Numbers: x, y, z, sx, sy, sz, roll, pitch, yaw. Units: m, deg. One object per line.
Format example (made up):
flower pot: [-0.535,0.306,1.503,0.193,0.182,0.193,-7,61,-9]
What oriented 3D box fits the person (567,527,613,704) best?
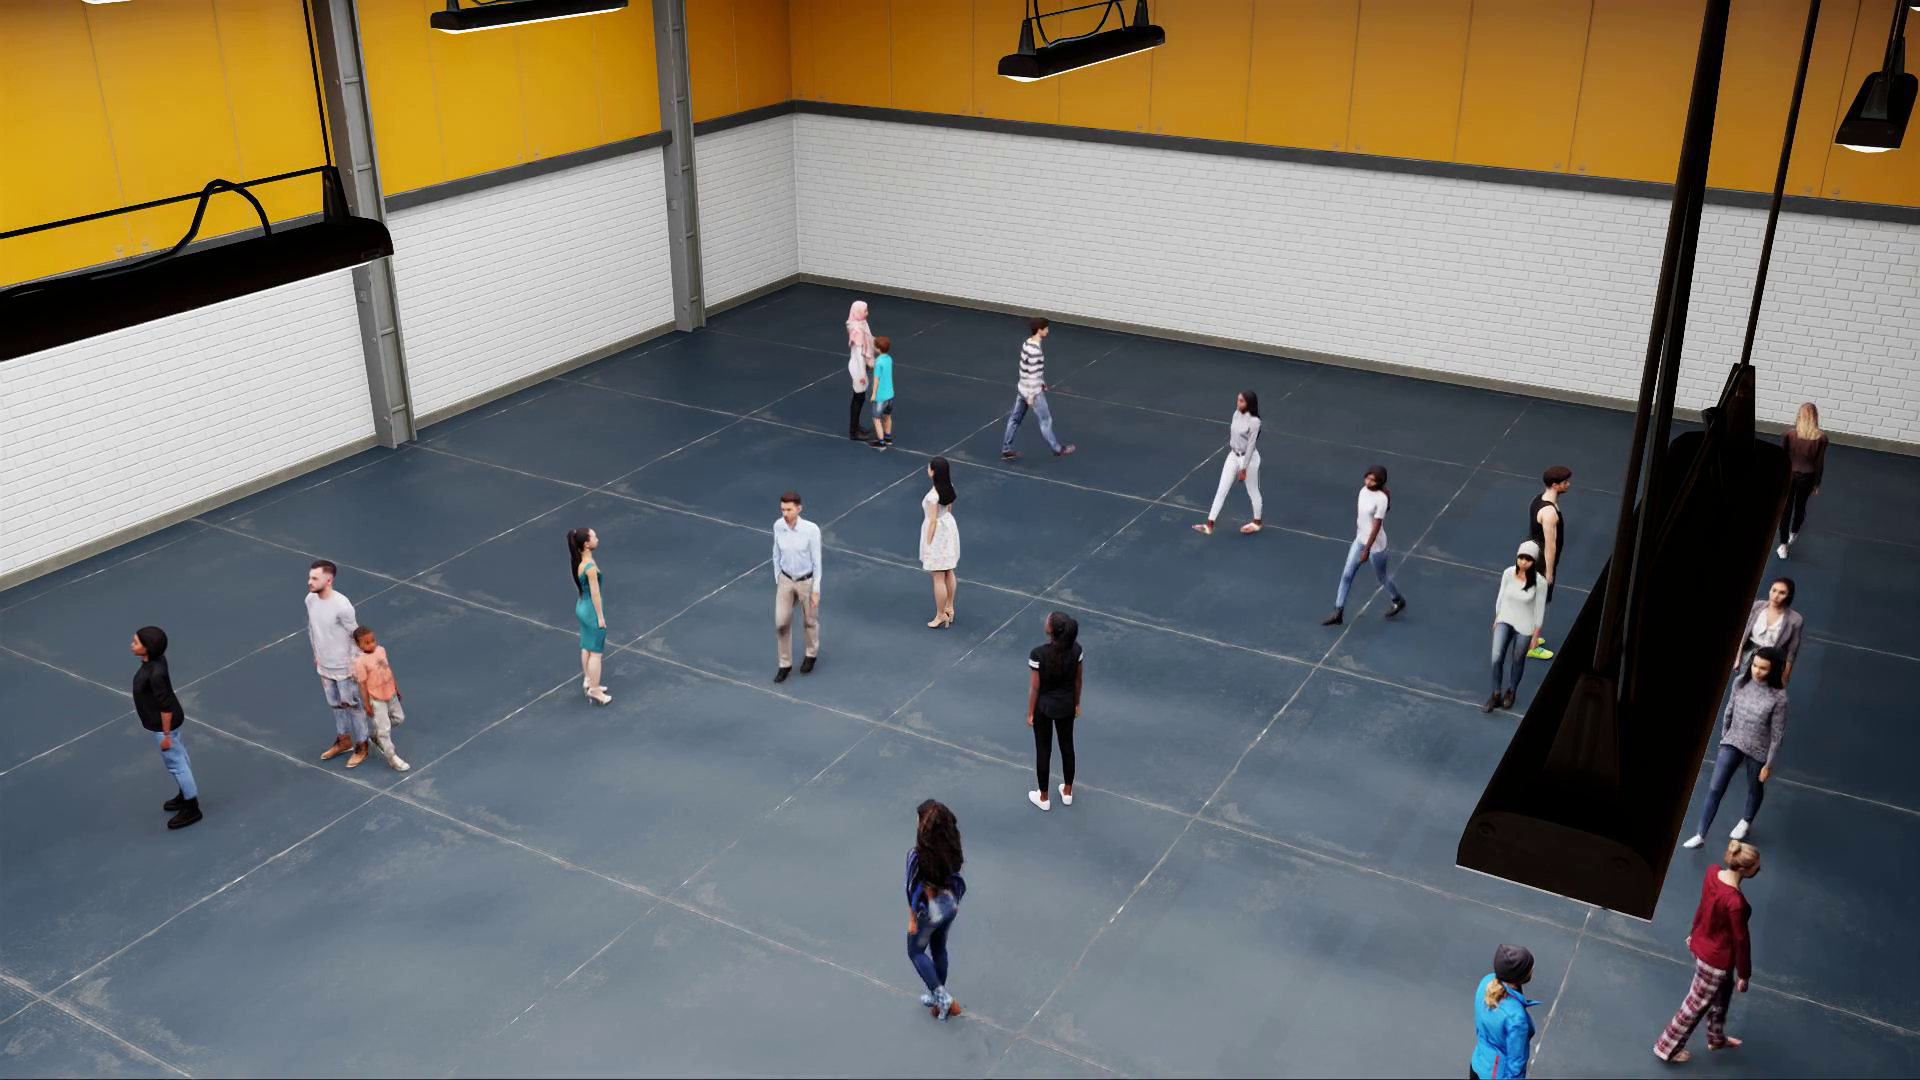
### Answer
person: [-3.301,0.659,14.869,0.616,1.686,0.603,-13,27,-28]

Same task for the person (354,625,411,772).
person: [-4.884,1.291,13.903,0.573,1.303,0.633,10,25,21]

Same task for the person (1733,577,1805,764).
person: [6.787,1.055,13.994,1.027,1.661,0.825,-18,30,-36]

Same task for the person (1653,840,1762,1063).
person: [4.654,2.597,10.437,0.933,1.685,0.916,0,24,-1]

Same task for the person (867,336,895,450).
person: [-0.960,-1.855,20.914,0.630,1.451,0.491,10,26,22]

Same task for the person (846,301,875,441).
person: [-1.296,-2.158,21.171,0.782,1.800,0.692,-2,24,-5]

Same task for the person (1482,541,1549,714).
person: [4.967,0.739,14.755,0.635,1.631,0.751,15,28,31]

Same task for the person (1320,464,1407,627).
person: [4.084,0.068,16.232,1.232,1.677,1.045,-9,25,-21]

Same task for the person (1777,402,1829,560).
person: [8.935,-0.602,17.764,0.707,1.679,0.923,8,25,19]

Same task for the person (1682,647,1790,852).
person: [6.094,1.581,12.747,1.163,1.696,0.878,-19,30,-37]

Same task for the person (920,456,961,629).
person: [-0.196,0.018,16.225,0.689,1.774,0.550,13,27,28]

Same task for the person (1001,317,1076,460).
person: [0.770,-1.805,20.364,1.197,1.801,1.179,-5,24,-12]

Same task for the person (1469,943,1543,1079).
person: [2.995,3.021,9.328,0.753,1.797,0.668,-4,24,-8]

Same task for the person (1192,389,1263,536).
person: [3.189,-0.832,18.284,1.203,1.684,1.012,-12,26,-25]

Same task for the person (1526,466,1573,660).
person: [5.491,0.189,15.691,0.839,1.890,0.688,1,24,3]

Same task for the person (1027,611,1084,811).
person: [0.751,1.343,13.256,0.702,1.725,0.777,-8,25,-19]

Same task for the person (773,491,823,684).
person: [-1.449,0.369,15.369,0.796,1.817,0.920,5,24,11]

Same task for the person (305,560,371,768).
person: [-5.204,1.006,13.884,0.668,1.840,0.540,13,27,27]

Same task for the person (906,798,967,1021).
person: [-0.135,2.455,10.855,0.818,1.610,0.769,21,31,39]

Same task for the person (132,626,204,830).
person: [-6.230,1.441,13.061,0.696,1.702,0.663,-11,26,-24]
